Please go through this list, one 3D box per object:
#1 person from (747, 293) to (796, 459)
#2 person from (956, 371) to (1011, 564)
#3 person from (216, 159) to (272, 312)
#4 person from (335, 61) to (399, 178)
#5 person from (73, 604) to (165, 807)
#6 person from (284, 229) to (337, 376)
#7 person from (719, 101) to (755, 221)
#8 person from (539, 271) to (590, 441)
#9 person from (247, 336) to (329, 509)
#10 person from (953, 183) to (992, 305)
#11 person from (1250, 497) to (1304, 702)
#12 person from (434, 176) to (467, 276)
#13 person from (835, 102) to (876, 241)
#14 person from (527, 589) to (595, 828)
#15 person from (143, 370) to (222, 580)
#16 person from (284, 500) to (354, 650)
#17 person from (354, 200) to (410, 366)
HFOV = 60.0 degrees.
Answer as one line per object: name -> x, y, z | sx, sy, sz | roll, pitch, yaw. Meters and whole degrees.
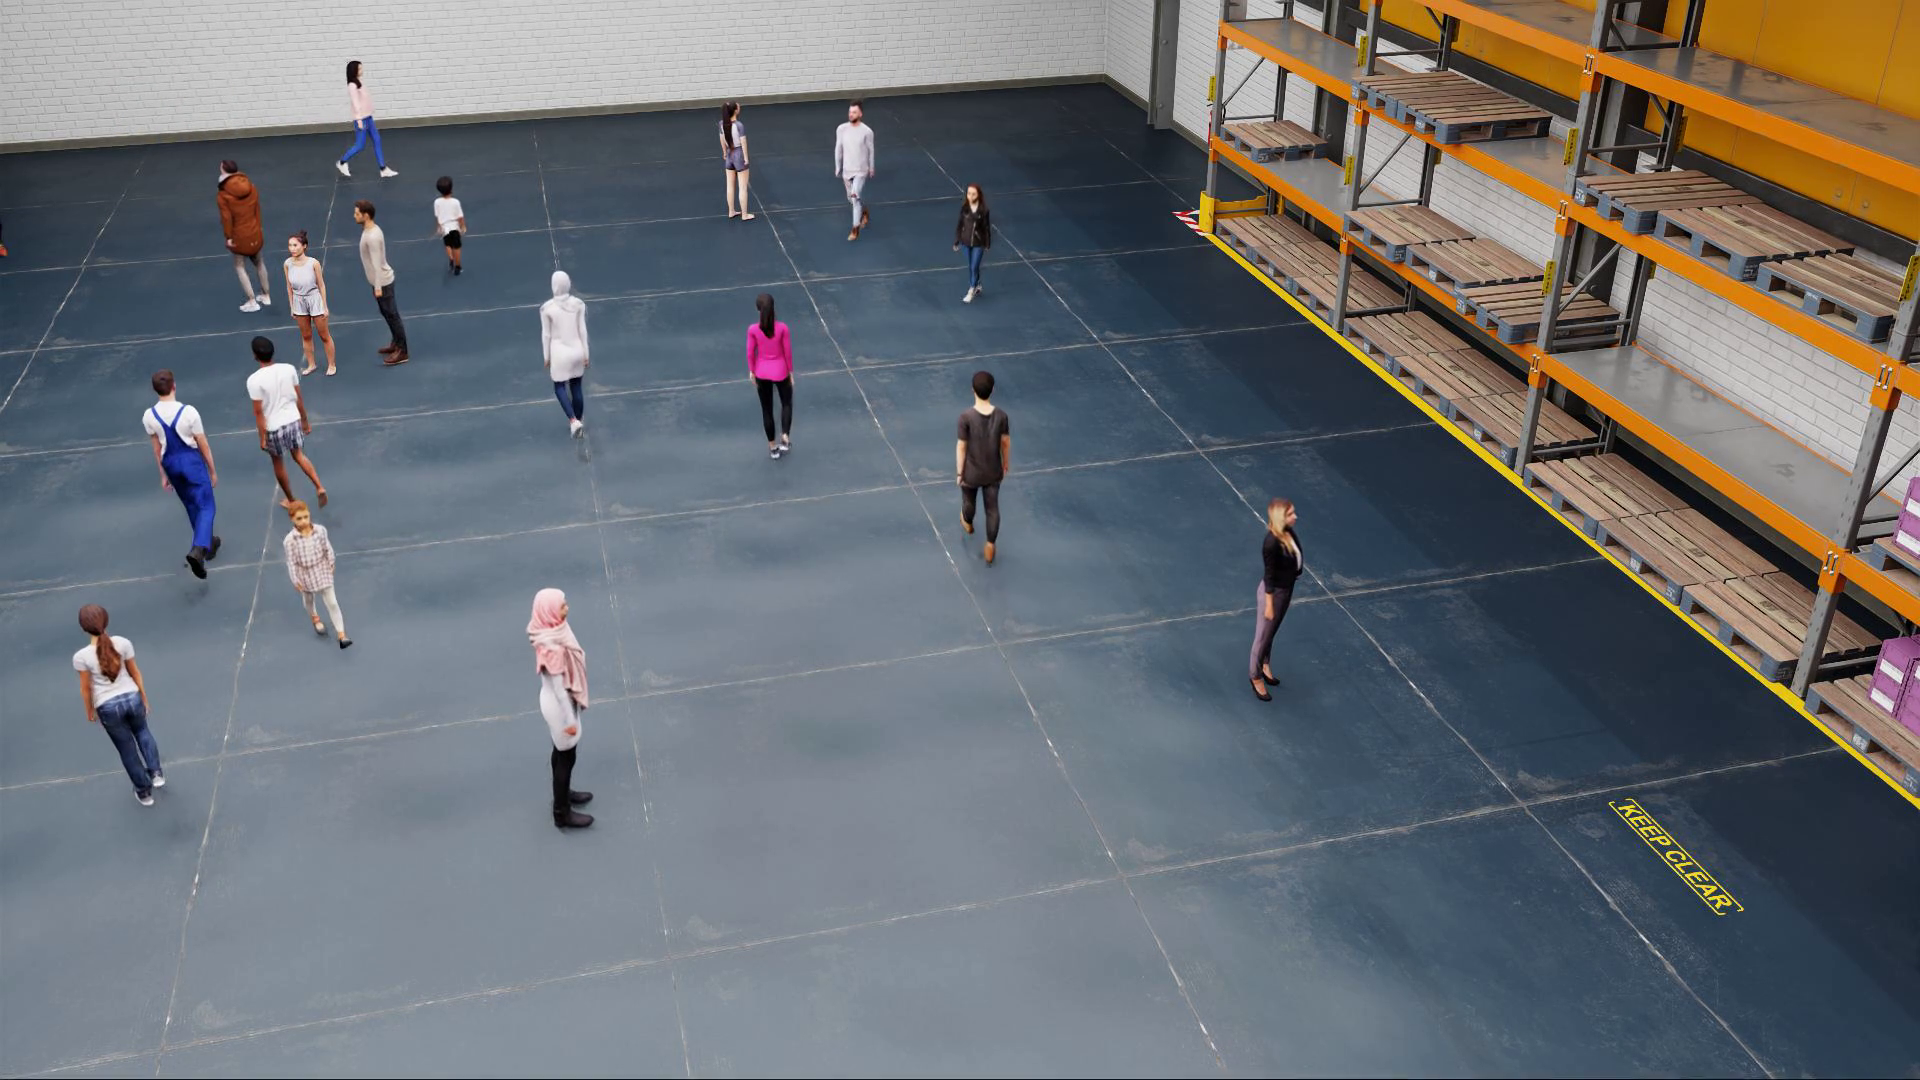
person -> -1.847, -1.580, 16.311 | 0.659, 1.693, 0.649 | -1, 29, -2
person -> 0.208, -0.600, 14.535 | 0.727, 1.674, 1.075 | -4, 29, -7
person -> -8.582, -3.667, 19.984 | 0.915, 1.839, 0.860 | 18, 33, 29
person -> -9.006, -6.252, 24.826 | 0.920, 1.741, 1.139 | 0, 29, 1
person -> -5.760, 1.158, 11.438 | 0.637, 1.552, 0.690 | -24, 37, -37
person -> -7.140, -2.593, 18.258 | 0.634, 1.607, 0.626 | 1, 29, 3
person -> -3.122, -5.289, 23.155 | 0.663, 1.650, 0.729 | 17, 33, 28
person -> -3.916, -1.806, 16.650 | 0.713, 1.766, 0.913 | -13, 31, -22
person -> -6.181, -1.020, 15.256 | 1.001, 1.720, 0.905 | 21, 35, 34
person -> 0.192, -3.664, 20.383 | 0.890, 1.454, 0.951 | 16, 32, 27
person -> 2.380, 0.429, 12.650 | 0.733, 1.672, 0.665 | 14, 32, 24
person -> -6.501, -3.977, 21.171 | 0.543, 1.247, 0.655 | -3, 29, -6
person -> -1.391, -5.030, 22.506 | 1.073, 1.817, 1.201 | 11, 30, 19
person -> -2.705, 1.130, 11.233 | 0.668, 1.799, 0.488 | -7, 29, -13
person -> -6.665, -0.543, 14.270 | 0.731, 1.828, 1.189 | -3, 29, -6
person -> -5.250, 0.246, 13.409 | 0.750, 1.266, 1.004 | -20, 34, -32
person -> -6.429, -2.874, 18.509 | 0.747, 1.859, 0.546 | -13, 31, -22
